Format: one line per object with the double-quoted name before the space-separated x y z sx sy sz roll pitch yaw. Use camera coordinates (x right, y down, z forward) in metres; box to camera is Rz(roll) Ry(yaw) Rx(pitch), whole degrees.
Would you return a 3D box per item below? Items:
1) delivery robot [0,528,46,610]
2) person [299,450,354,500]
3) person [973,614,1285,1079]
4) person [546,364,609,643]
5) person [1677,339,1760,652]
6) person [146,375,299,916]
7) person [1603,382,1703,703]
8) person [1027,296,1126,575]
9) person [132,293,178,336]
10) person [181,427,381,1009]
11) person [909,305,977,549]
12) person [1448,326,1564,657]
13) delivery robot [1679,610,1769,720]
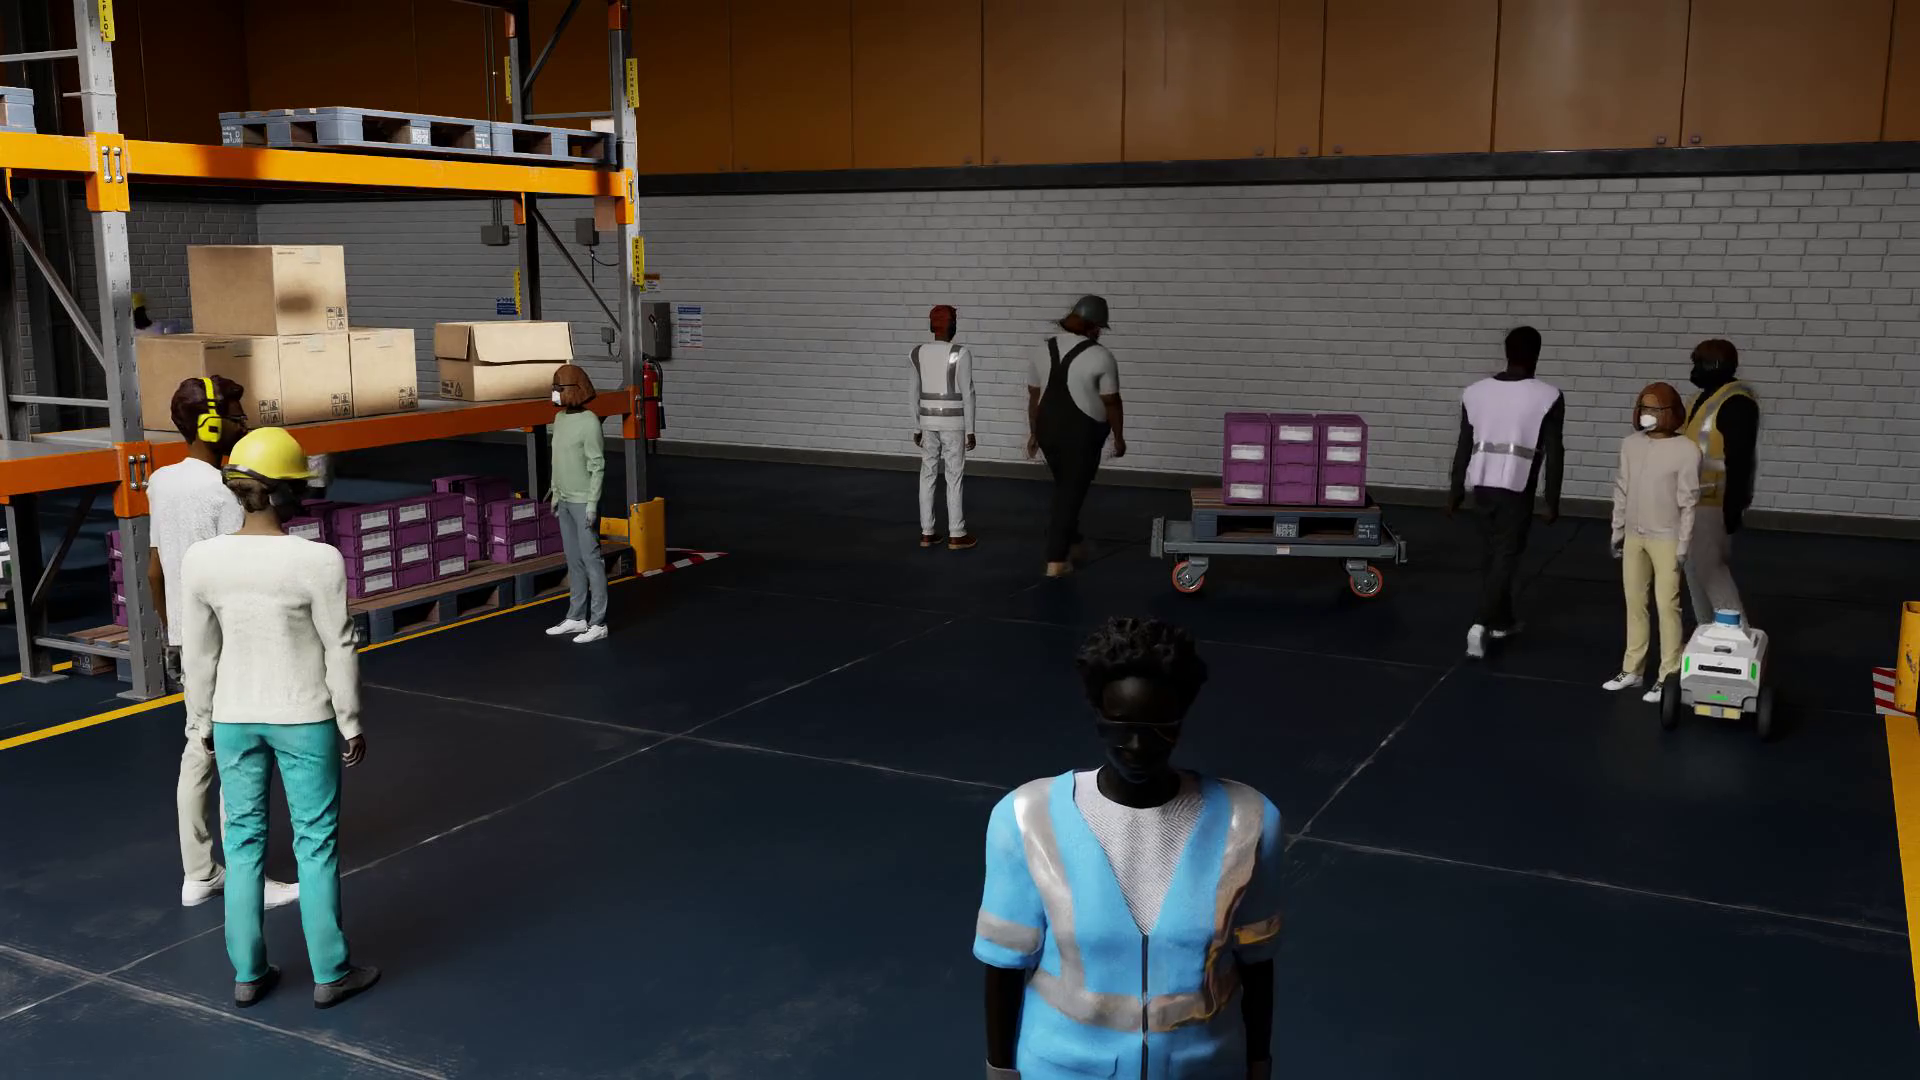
"delivery robot" -6.004 0.171 10.411 0.477 0.478 0.707 -2 10 -13
"person" -4.742 -0.682 12.374 0.552 1.666 0.768 2 10 12
"person" 0.293 0.949 2.871 0.540 1.696 0.317 0 10 -2
"person" -2.262 -0.216 9.799 0.279 1.634 0.499 -9 13 -41
"person" 4.210 -0.207 9.296 0.450 1.808 0.715 1 10 7
"person" -2.562 0.367 5.759 0.534 1.865 0.311 6 11 30
"person" 3.550 0.007 8.524 0.281 1.629 0.503 -5 11 -26
"person" 0.895 -0.790 11.946 0.713 2.000 0.905 9 13 41
"person" -8.193 -1.582 17.004 0.646 1.875 0.663 0 10 1
"person" -2.057 0.541 5.041 0.532 1.765 0.328 1 10 5
"person" -0.124 -0.870 12.870 0.572 1.883 0.356 6 11 30
"person" 3.107 -0.286 9.557 0.637 1.875 0.952 9 13 42
"delivery robot" 3.701 0.580 8.041 0.477 0.478 0.707 5 11 28
